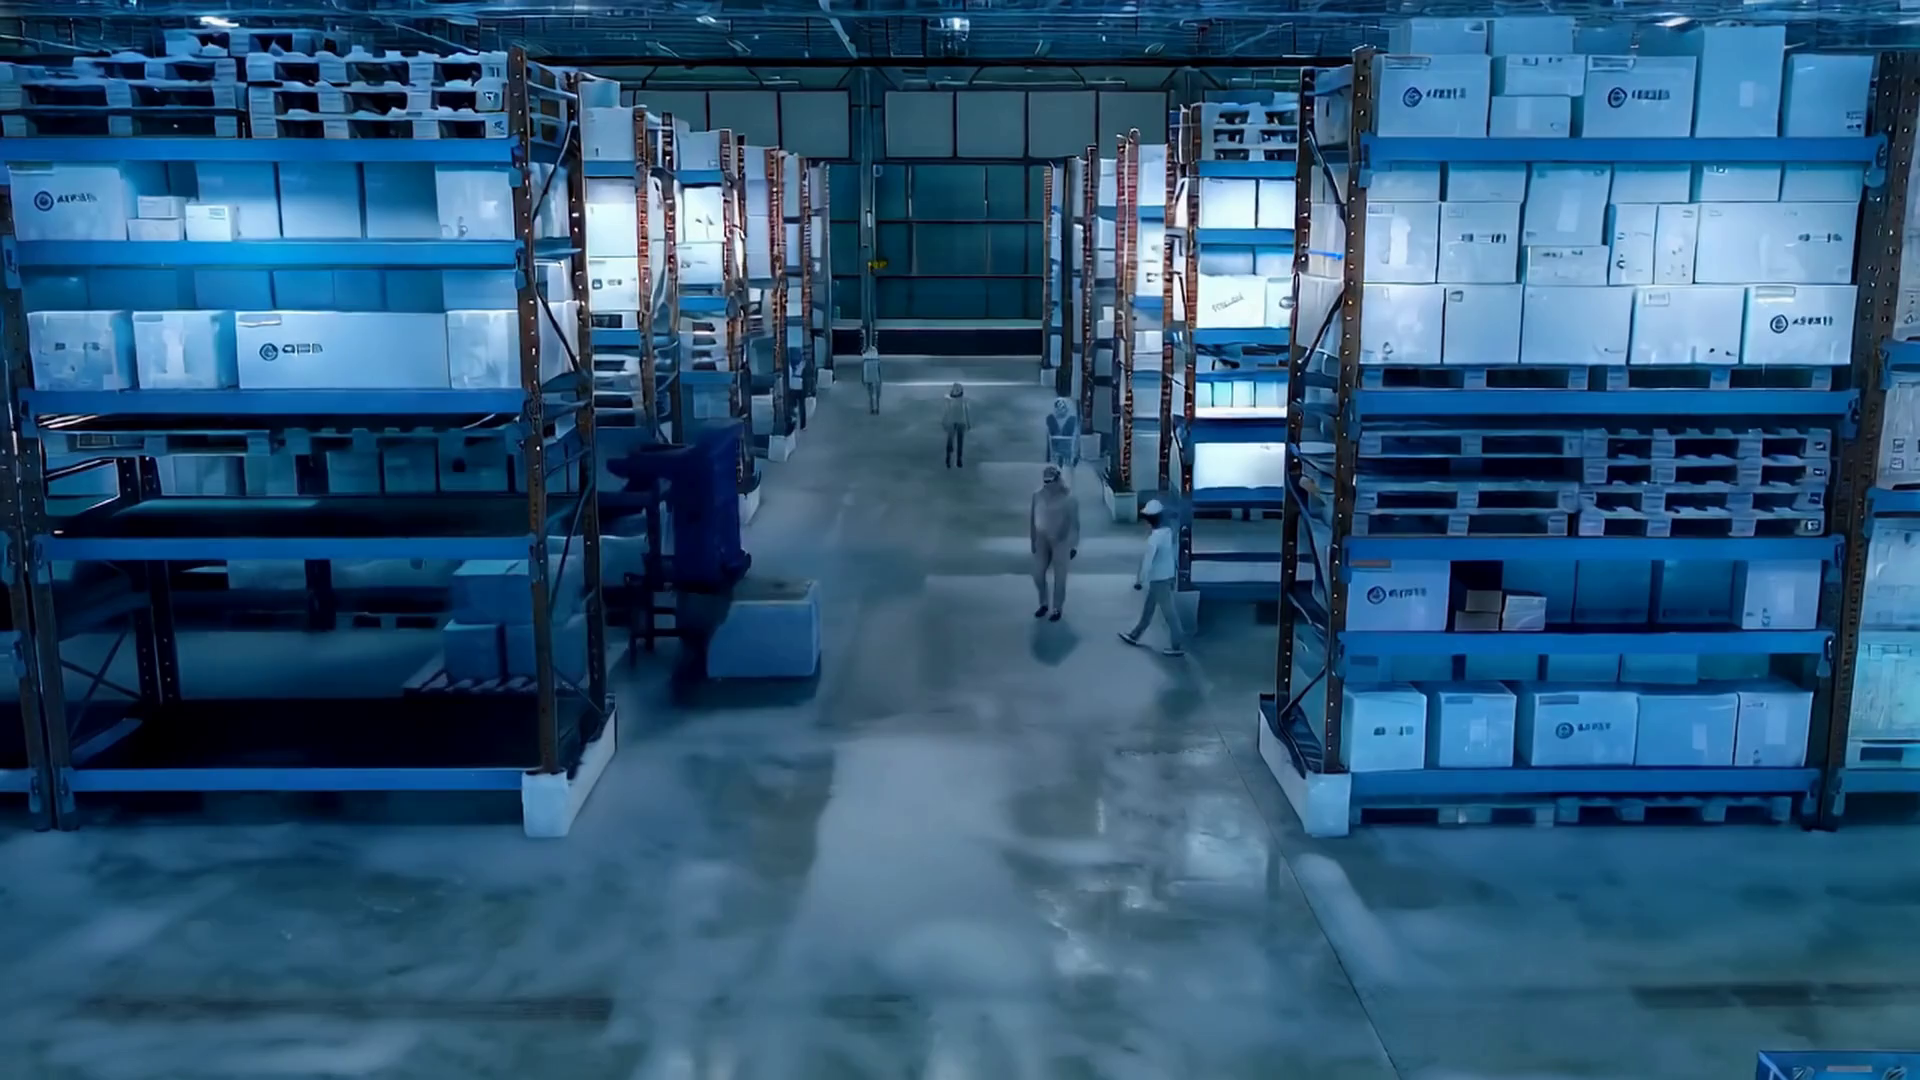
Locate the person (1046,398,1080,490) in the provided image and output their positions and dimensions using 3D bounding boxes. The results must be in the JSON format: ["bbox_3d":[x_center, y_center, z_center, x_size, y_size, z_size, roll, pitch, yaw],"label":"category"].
[{"bbox_3d":[1.691,-1.434,27.389,0.570,1.840,0.373,5,12,22],"label":"person"}]

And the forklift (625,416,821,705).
[{"bbox_3d":[-2.395,0.177,16.821,1.873,2.768,1.129,0,11,-1],"label":"forklift"}]

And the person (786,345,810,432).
[{"bbox_3d":[-3.582,-3.327,36.582,0.588,1.920,0.398,4,12,21],"label":"person"}]

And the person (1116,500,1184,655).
[{"bbox_3d":[2.129,0.411,18.520,0.900,1.717,0.540,5,12,24],"label":"person"}]

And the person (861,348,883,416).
[{"bbox_3d":[-2.082,-3.774,39.561,0.520,1.600,0.755,0,11,-2],"label":"person"}]

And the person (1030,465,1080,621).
[{"bbox_3d":[1.117,0.038,19.987,0.646,1.892,0.436,5,12,21],"label":"person"}]

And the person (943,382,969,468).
[{"bbox_3d":[-0.068,-2.185,31.635,0.507,1.631,0.276,-3,12,-16],"label":"person"}]
